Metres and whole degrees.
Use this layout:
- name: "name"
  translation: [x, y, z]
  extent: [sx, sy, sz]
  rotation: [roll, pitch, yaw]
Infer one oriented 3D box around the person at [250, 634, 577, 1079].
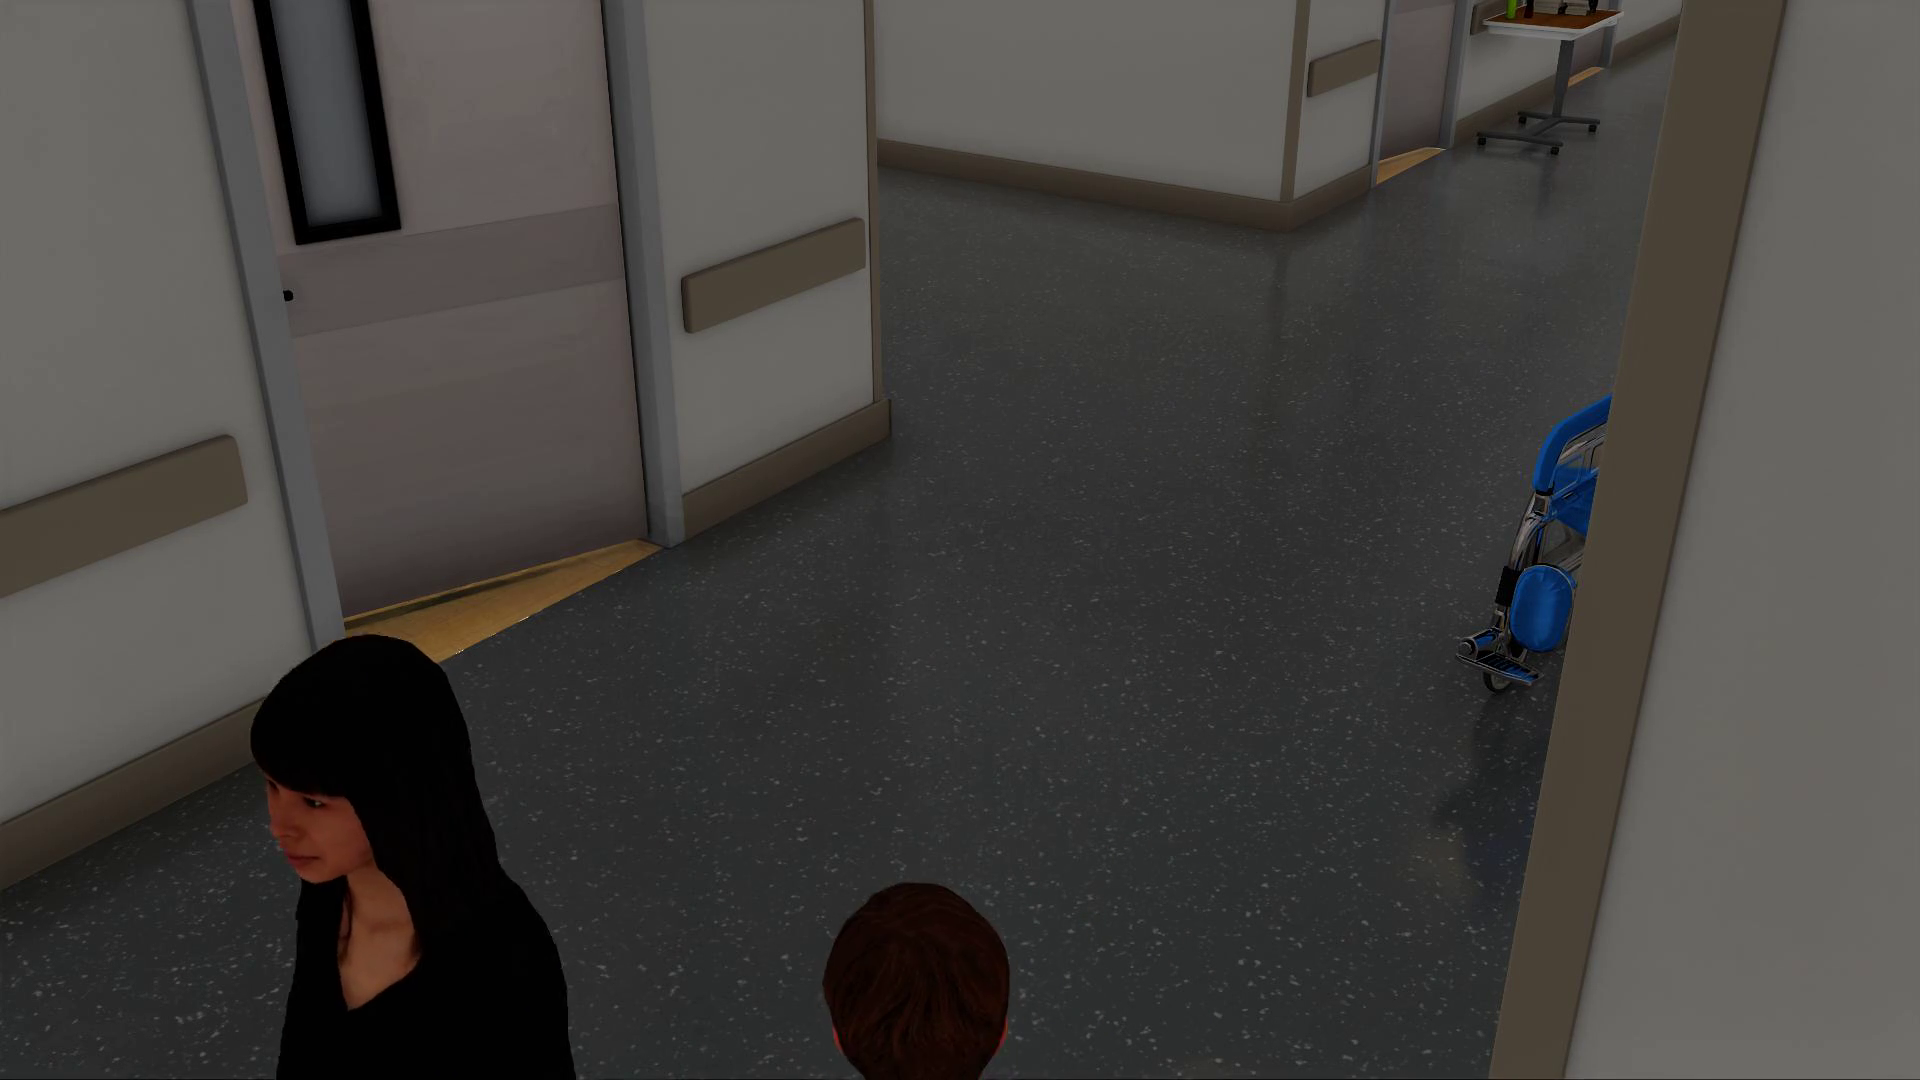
- name: "person"
  translation: [-0.562, 0.807, 2.139]
  extent: [0.626, 1.627, 0.844]
  rotation: [22, 33, 38]
